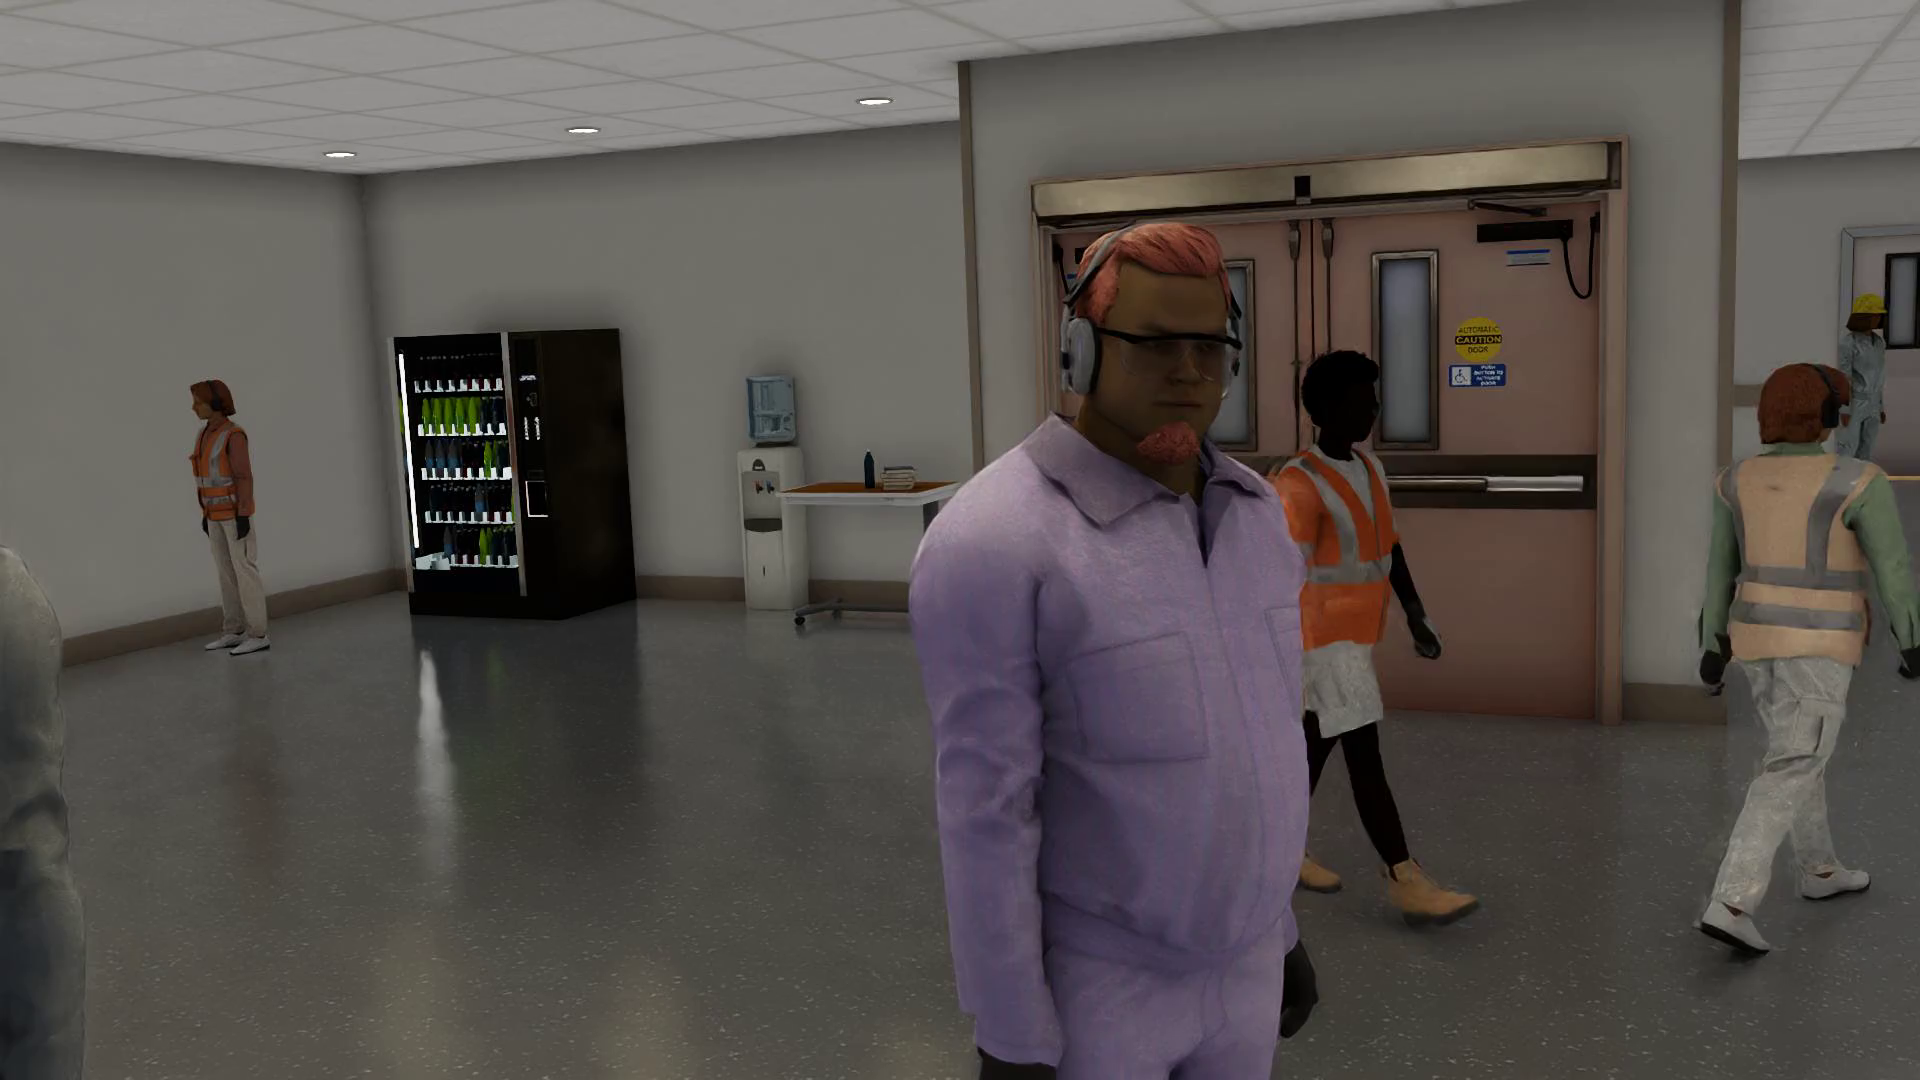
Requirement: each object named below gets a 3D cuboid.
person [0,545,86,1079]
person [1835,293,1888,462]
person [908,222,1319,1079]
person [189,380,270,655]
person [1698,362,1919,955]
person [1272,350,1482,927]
[{"bbox_3d":[-1.280,0.649,1.831,0.623,1.932,0.367,-4,8,-15],"label":"person"},{"bbox_3d":[6.928,-1.011,12.749,0.490,1.743,0.324,-6,8,-26],"label":"person"},{"bbox_3d":[0.261,0.554,2.168,0.641,1.904,0.401,-9,10,-41],"label":"person"},{"bbox_3d":[-4.368,-0.135,9.913,0.523,1.636,0.311,4,10,41],"label":"person"},{"bbox_3d":[2.291,0.308,4.605,0.868,1.595,0.506,-6,8,-25],"label":"person"},{"bbox_3d":[1.183,0.278,4.884,0.765,1.660,0.545,4,10,39],"label":"person"}]
